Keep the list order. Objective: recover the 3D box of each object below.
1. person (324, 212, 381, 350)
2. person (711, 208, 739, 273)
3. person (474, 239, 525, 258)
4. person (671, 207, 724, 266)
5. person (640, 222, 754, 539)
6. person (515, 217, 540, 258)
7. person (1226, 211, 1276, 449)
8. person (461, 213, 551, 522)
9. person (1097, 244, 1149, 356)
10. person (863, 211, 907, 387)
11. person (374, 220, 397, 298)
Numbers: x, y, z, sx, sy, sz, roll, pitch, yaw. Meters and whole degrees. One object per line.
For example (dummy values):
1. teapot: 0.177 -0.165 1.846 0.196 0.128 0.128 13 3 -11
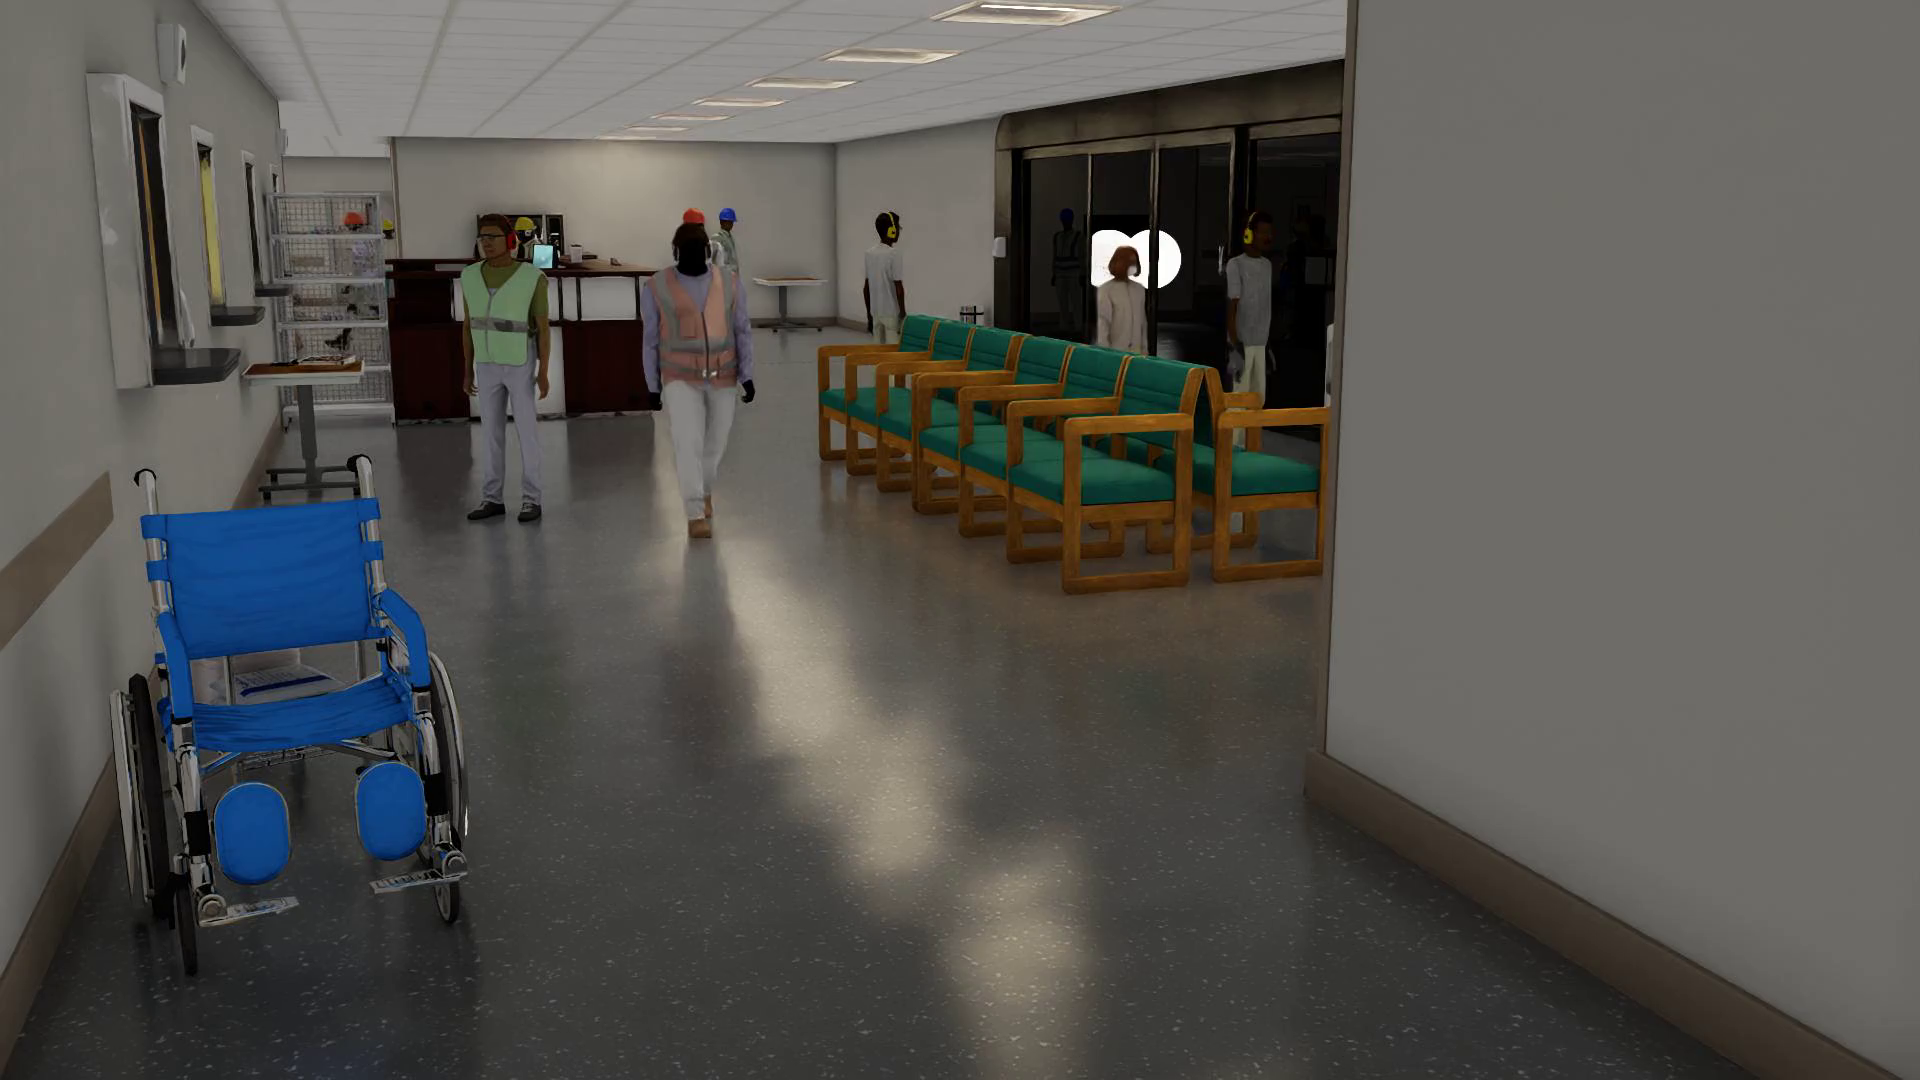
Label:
1. person: -8.239 -3.549 22.871 1.016 1.882 0.552 -4 12 -20
2. person: -3.275 -3.664 23.287 0.399 1.943 0.615 2 11 11
3. person: -5.704 -3.097 20.661 0.624 1.841 0.430 -2 11 -10
4. person: -2.733 -2.491 17.341 0.565 1.918 0.408 -3 11 -16
5. person: -1.546 -0.959 9.782 0.623 1.809 0.885 -5 12 -22
6. person: -5.699 -3.350 22.014 0.404 1.820 0.594 -6 12 -27
7. person: 2.044 -1.354 11.669 0.343 1.865 0.584 10 15 40
8. person: -2.733 -1.036 10.059 0.564 1.847 0.396 3 11 15
9. person: 1.241 -1.457 12.851 0.507 1.643 0.484 -9 14 -39
10. person: -0.645 -1.997 14.931 0.318 1.870 0.531 -10 15 -42
11. person: -10.068 -4.764 29.405 0.533 1.765 0.330 -3 11 -15
